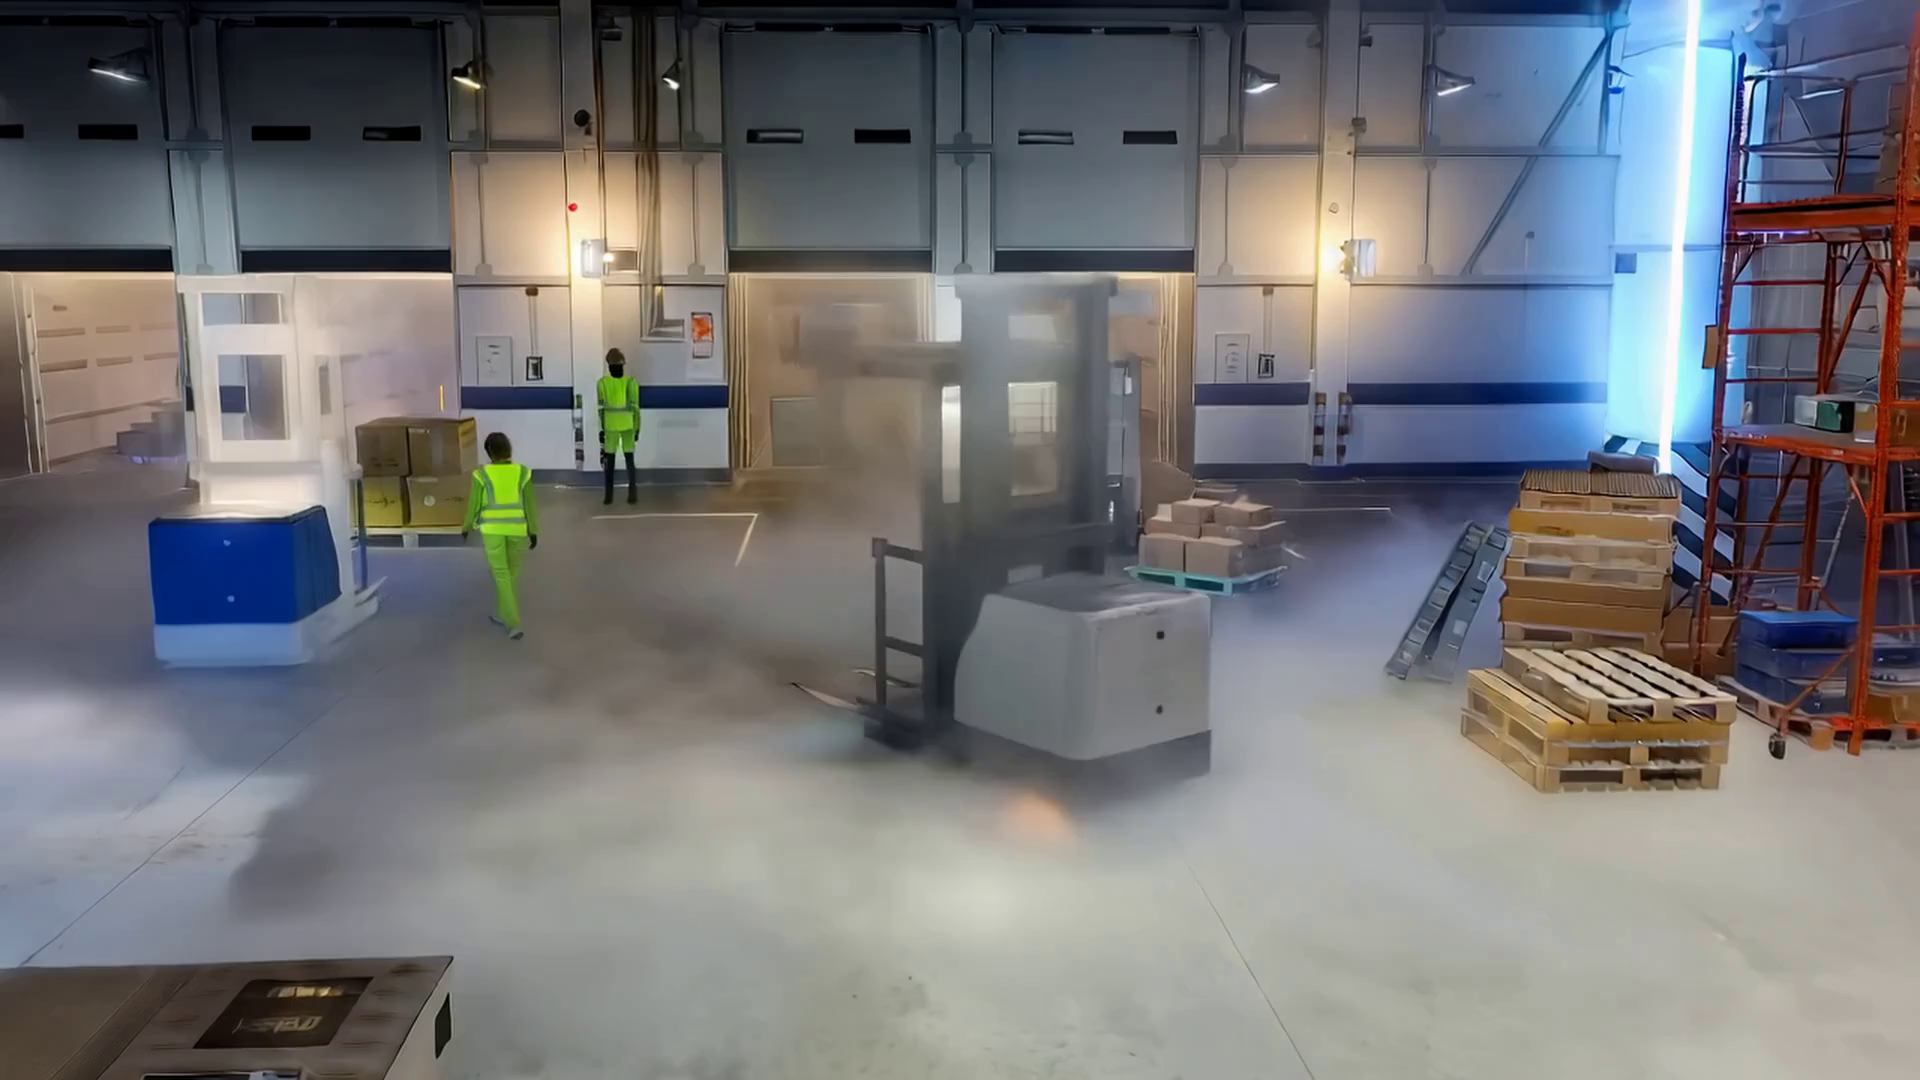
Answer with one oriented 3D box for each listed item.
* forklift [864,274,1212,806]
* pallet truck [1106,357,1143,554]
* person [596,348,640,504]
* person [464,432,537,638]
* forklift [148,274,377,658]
[{"bbox_3d":[0.443,-0.107,9.418,1.129,2.768,1.873,-7,11,-38],"label":"forklift"},{"bbox_3d":[2.088,-0.836,16.757,1.885,1.965,0.823,2,9,13],"label":"pallet truck"},{"bbox_3d":[-4.219,-1.398,20.519,0.546,1.927,0.389,0,9,3],"label":"person"},{"bbox_3d":[-3.611,-0.050,13.083,0.532,1.592,0.856,-7,11,-36],"label":"person"},{"bbox_3d":[-5.348,-0.627,12.681,1.129,2.768,1.873,-1,9,-4],"label":"forklift"}]
